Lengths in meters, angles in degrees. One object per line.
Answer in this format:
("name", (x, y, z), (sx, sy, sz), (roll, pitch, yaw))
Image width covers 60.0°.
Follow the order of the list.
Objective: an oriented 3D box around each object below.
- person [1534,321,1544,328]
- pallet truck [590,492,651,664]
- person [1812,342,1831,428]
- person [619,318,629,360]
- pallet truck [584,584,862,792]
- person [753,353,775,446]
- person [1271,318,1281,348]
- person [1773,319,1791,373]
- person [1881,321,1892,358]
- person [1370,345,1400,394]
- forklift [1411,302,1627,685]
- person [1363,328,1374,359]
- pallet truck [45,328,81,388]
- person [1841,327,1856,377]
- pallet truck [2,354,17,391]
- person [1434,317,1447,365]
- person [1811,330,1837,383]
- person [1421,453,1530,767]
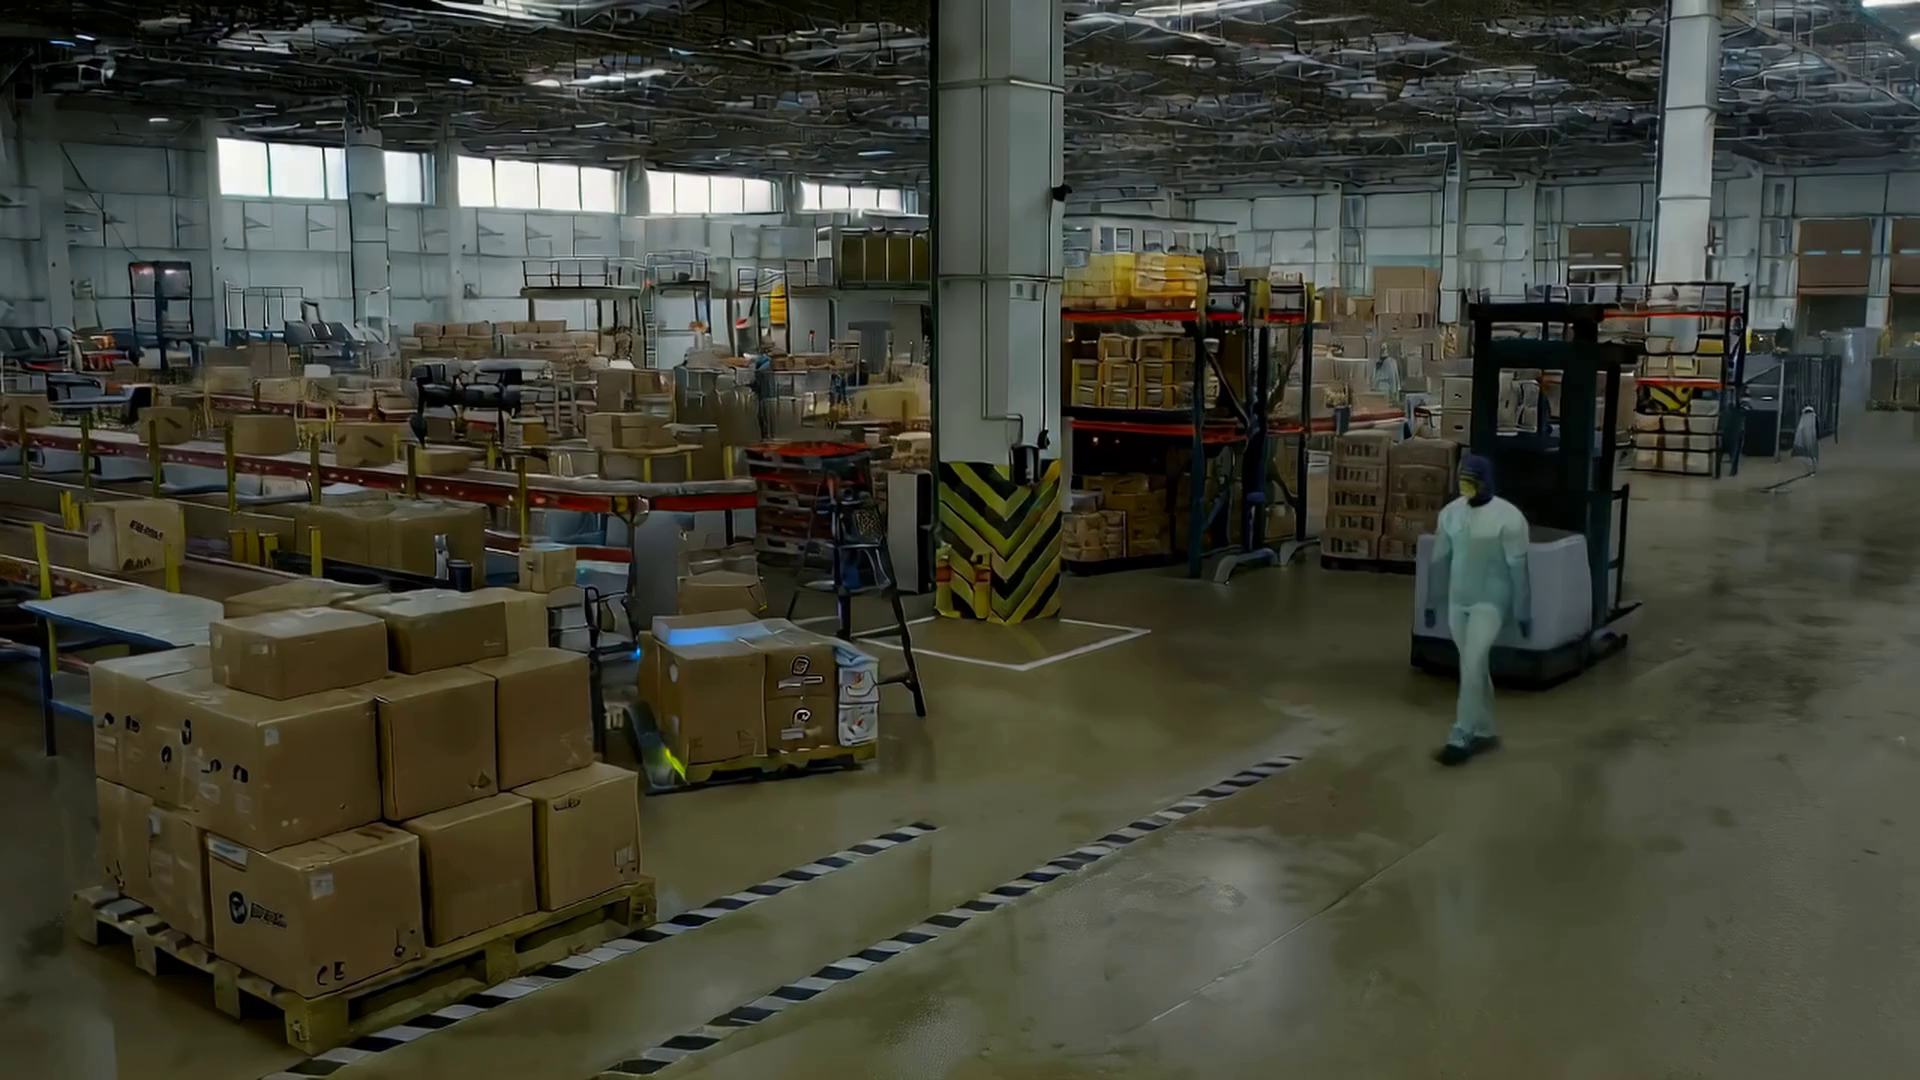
("person", (26.260, -9.252, 75.479), (0.616, 1.924, 0.676), (-1, 9, -7))
("pallet truck", (-3.115, 0.344, 12.883), (0.653, 1.274, 1.630), (7, 11, 37))
("person", (18.523, -3.326, 35.755), (0.571, 1.855, 0.386), (-6, 11, -37))
("person", (-14.384, -8.599, 71.262), (0.458, 1.868, 0.600), (6, 10, 36))
("pallet truck", (-1.426, 0.805, 10.019), (1.601, 1.201, 0.680), (-4, 9, -26))
("person", (-3.730, -2.656, 31.573), (0.327, 1.760, 0.523), (7, 11, 37))
("person", (13.861, -8.831, 72.910), (0.429, 1.847, 0.628), (2, 9, 15))
("person", (29.891, -7.030, 60.318), (0.606, 1.979, 0.639), (-1, 8, -6))
("person", (33.103, -6.875, 59.468), (0.373, 1.920, 0.585), (4, 9, 24))
("person", (9.135, -3.293, 35.776), (0.609, 1.789, 0.919), (7, 11, 38))
("forklift", (4.379, -0.438, 12.852), (1.129, 2.768, 1.873), (7, 11, 37))
("person", (11.999, -5.278, 48.865), (0.327, 1.874, 0.519), (2, 9, 16))
("pallet truck", (-23.775, -4.544, 43.495), (1.885, 1.965, 0.823), (6, 10, 35))
("person", (30.547, -6.429, 57.135), (0.492, 1.722, 0.676), (-3, 9, -17))
("pallet truck", (-24.881, -4.417, 42.634), (1.885, 1.965, 0.823), (8, 11, 41))
("person", (19.539, -8.085, 67.616), (0.379, 1.931, 0.625), (-5, 10, -28))
("person", (27.959, -5.924, 53.752), (0.930, 1.718, 0.518), (3, 9, 21))
("person", (3.086, 0.430, 10.238), (0.852, 1.909, 0.661), (-5, 10, -32))
